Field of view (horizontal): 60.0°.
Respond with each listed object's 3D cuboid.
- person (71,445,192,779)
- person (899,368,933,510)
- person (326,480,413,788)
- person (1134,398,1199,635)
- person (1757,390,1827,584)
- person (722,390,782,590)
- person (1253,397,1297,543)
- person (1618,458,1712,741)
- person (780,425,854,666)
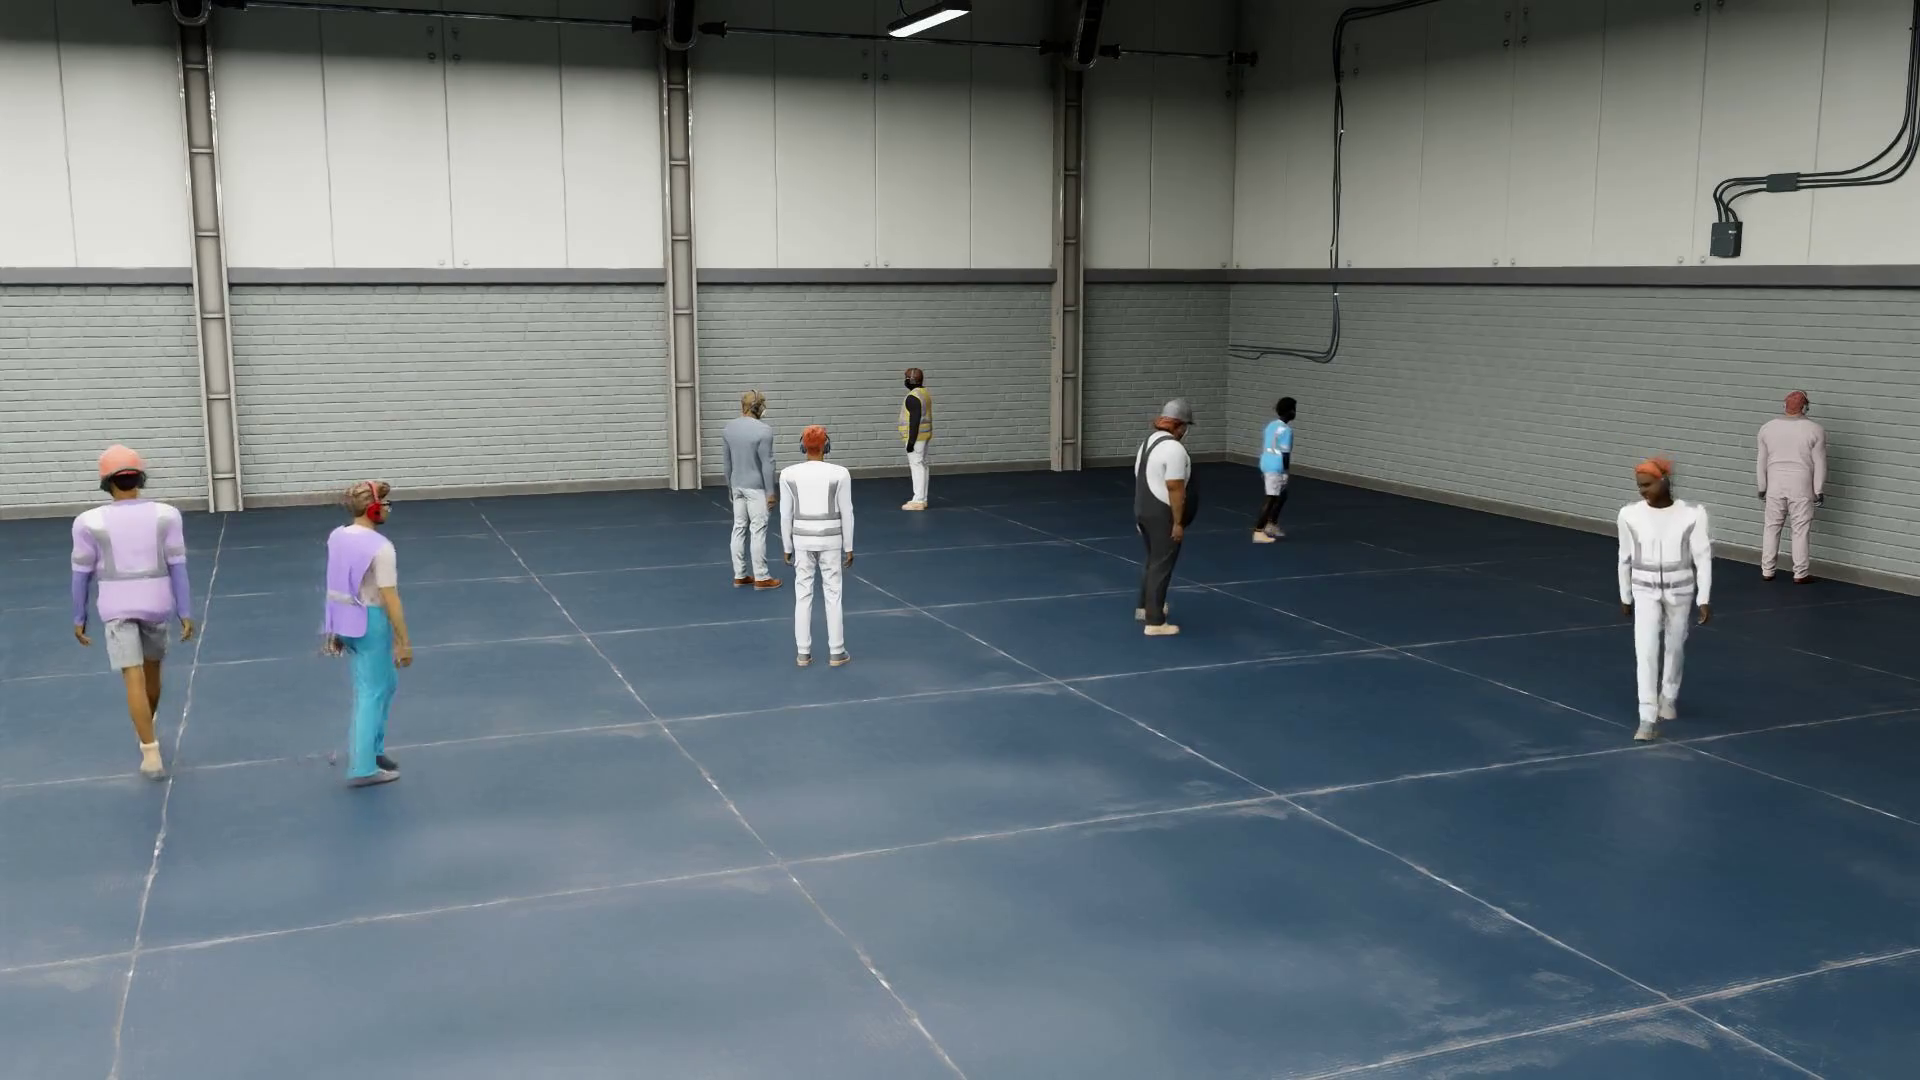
[{"bbox_3d":[-5.119,0.413,10.254,0.626,1.987,1.076,-7,11,-36],"label":"person"},{"bbox_3d":[-0.579,-1.308,21.555,0.430,1.844,0.624,2,9,13],"label":"person"},{"bbox_3d":[-3.469,0.552,9.908,0.609,1.822,0.552,8,12,40],"label":"person"},{"bbox_3d":[1.761,-0.235,14.190,0.539,2.000,0.742,-2,9,-15],"label":"person"},{"bbox_3d":[8.201,-0.520,16.397,0.636,1.911,0.406,9,13,44],"label":"person"},{"bbox_3d":[-2.019,-0.482,16.084,0.629,1.933,0.379,7,12,38],"label":"person"},{"bbox_3d":[3.582,-0.786,18.857,0.547,1.659,0.541,-1,9,-8],"label":"person"},{"bbox_3d":[4.696,0.357,11.113,0.621,1.842,0.961,4,10,25],"label":"person"},{"bbox_3d":[-1.103,0.047,12.916,0.574,1.884,0.356,1,9,5],"label":"person"}]
